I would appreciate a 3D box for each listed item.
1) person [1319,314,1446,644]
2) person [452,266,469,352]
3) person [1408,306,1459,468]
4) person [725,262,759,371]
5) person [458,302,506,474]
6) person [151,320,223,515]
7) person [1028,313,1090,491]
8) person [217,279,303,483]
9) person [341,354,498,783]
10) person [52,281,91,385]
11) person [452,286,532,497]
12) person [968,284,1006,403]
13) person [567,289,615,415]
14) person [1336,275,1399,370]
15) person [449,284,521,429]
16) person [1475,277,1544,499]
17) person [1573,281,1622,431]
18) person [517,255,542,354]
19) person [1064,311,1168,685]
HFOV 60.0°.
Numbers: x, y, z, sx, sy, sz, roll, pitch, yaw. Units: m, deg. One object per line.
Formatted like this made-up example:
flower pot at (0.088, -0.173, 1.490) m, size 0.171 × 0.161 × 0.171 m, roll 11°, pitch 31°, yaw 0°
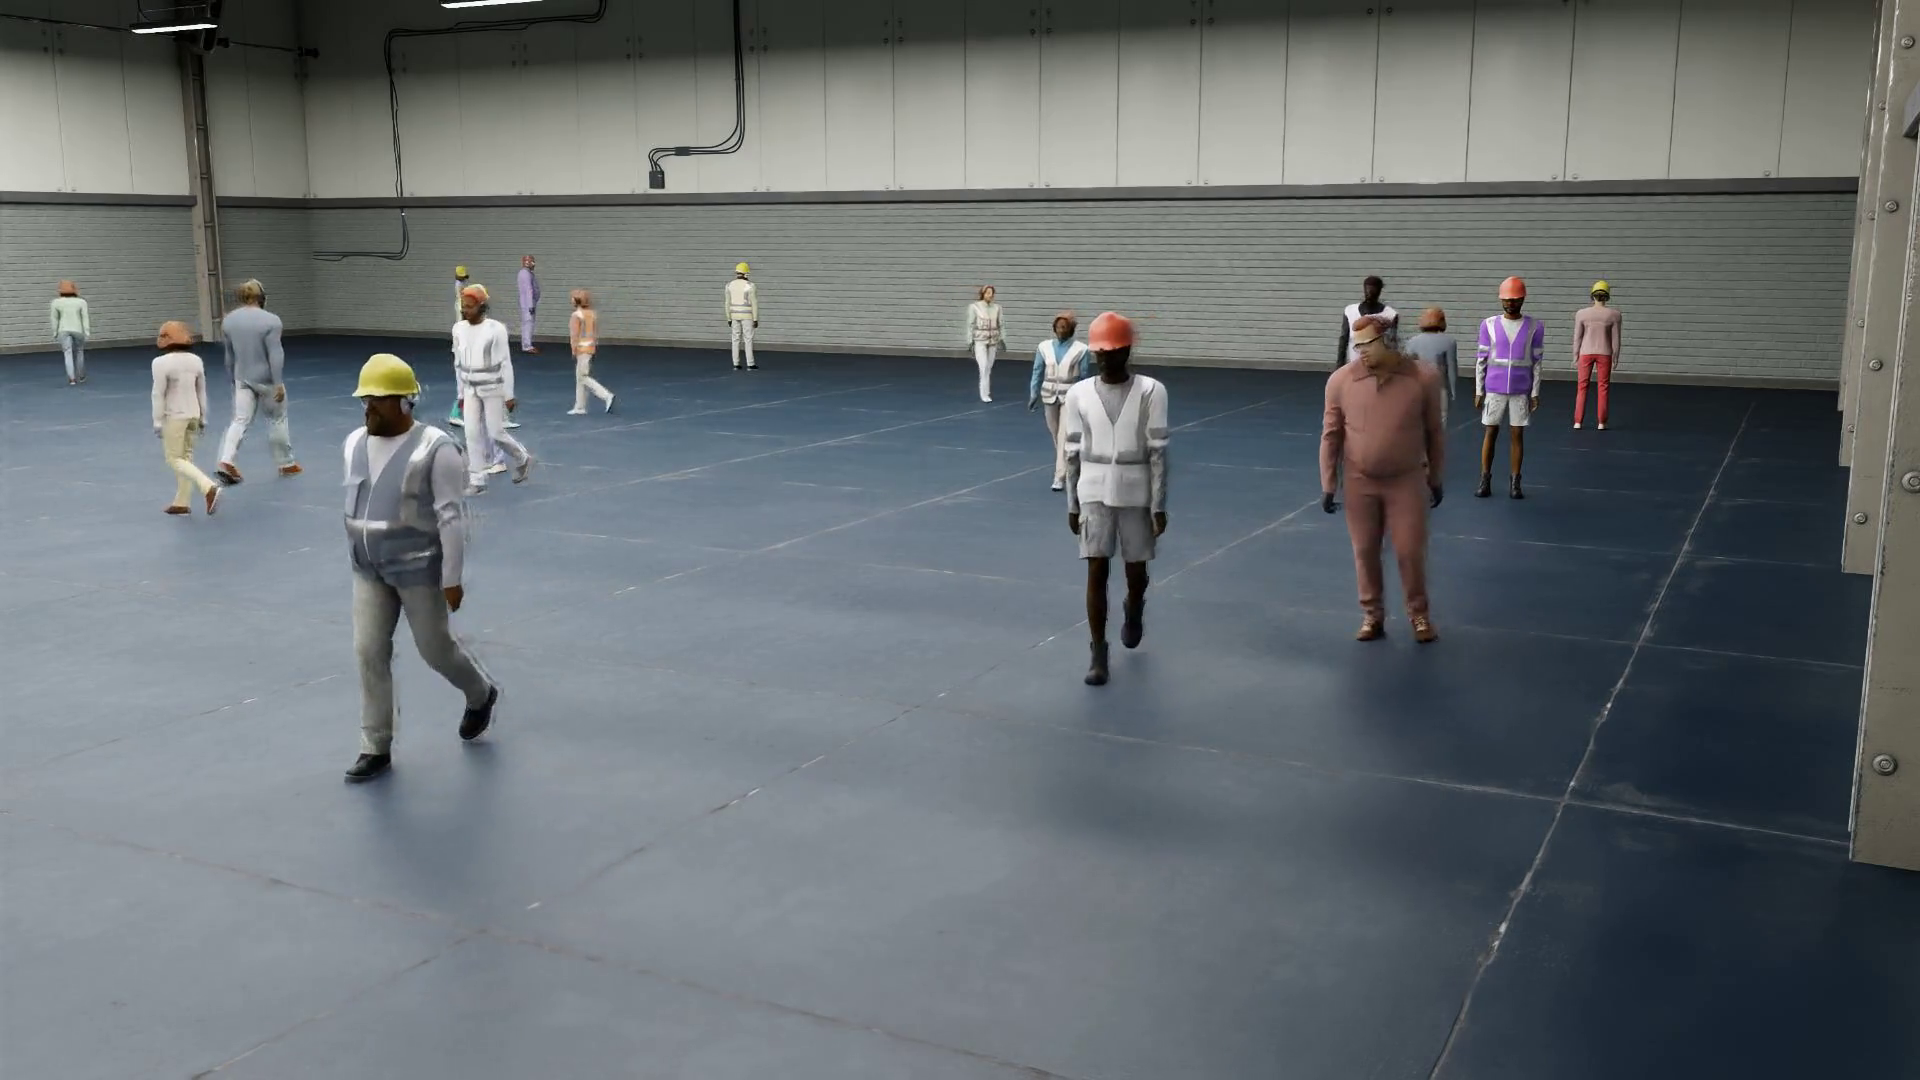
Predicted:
person at (2.359, -0.334, 9.343) m, size 0.670 × 1.867 × 0.483 m, roll 4°, pitch 11°, yaw 19°
person at (-9.752, -4.494, 32.504) m, size 0.388 × 1.703 × 0.608 m, roll -1°, pitch 10°, yaw -5°
person at (4.580, -1.476, 16.252) m, size 0.508 × 1.612 × 0.641 m, roll 10°, pitch 14°, yaw 43°
person at (-3.695, -3.795, 28.307) m, size 0.592 × 1.833 × 0.404 m, roll 4°, pitch 11°, yaw 21°
person at (-4.653, -1.516, 16.092) m, size 0.349 × 1.759 × 0.522 m, roll -10°, pitch 14°, yaw -42°
person at (-6.301, -0.977, 13.535) m, size 0.629 × 1.610 × 0.509 m, roll 3°, pitch 11°, yaw 18°
person at (0.923, -1.270, 15.181) m, size 0.521 × 1.596 × 0.852 m, roll 4°, pitch 11°, yaw 22°
person at (-6.632, -1.487, 15.573) m, size 0.644 × 1.901 × 0.997 m, roll 2°, pitch 11°, yaw 13°
person at (-2.376, 0.087, 7.222) m, size 0.599 × 1.808 × 0.812 m, roll 4°, pitch 11°, yaw 19°
person at (-13.794, -3.218, 25.818) m, size 0.515 × 1.582 × 0.847 m, roll -5°, pitch 11°, yaw -24°
person at (-4.179, -1.330, 14.801) m, size 0.594 × 1.860 × 0.738 m, roll 4°, pitch 11°, yaw 22°
person at (0.415, -2.677, 22.769) m, size 0.540 × 1.614 × 0.674 m, roll -6°, pitch 12°, yaw -28°
person at (-4.727, -2.388, 21.202) m, size 0.659 × 1.624 × 0.515 m, roll 2°, pitch 11°, yaw 12°
person at (4.352, -1.867, 17.671) m, size 0.603 × 1.888 × 0.867 m, roll 7°, pitch 13°, yaw 34°
person at (-5.731, -2.179, 19.804) m, size 0.893 × 1.720 × 0.535 m, roll 0°, pitch 10°, yaw 1°
person at (4.788, -1.321, 14.530) m, size 0.551 × 1.935 × 0.372 m, roll 3°, pitch 11°, yaw 18°
person at (7.515, -2.170, 19.652) m, size 0.525 × 1.761 × 0.332 m, roll 4°, pitch 11°, yaw 20°
person at (-8.388, -4.589, 32.441) m, size 0.402 × 1.904 × 0.652 m, roll -5°, pitch 11°, yaw -24°
person at (0.822, -0.240, 8.701) m, size 0.556 × 1.916 × 0.723 m, roll 2°, pitch 11°, yaw 11°
